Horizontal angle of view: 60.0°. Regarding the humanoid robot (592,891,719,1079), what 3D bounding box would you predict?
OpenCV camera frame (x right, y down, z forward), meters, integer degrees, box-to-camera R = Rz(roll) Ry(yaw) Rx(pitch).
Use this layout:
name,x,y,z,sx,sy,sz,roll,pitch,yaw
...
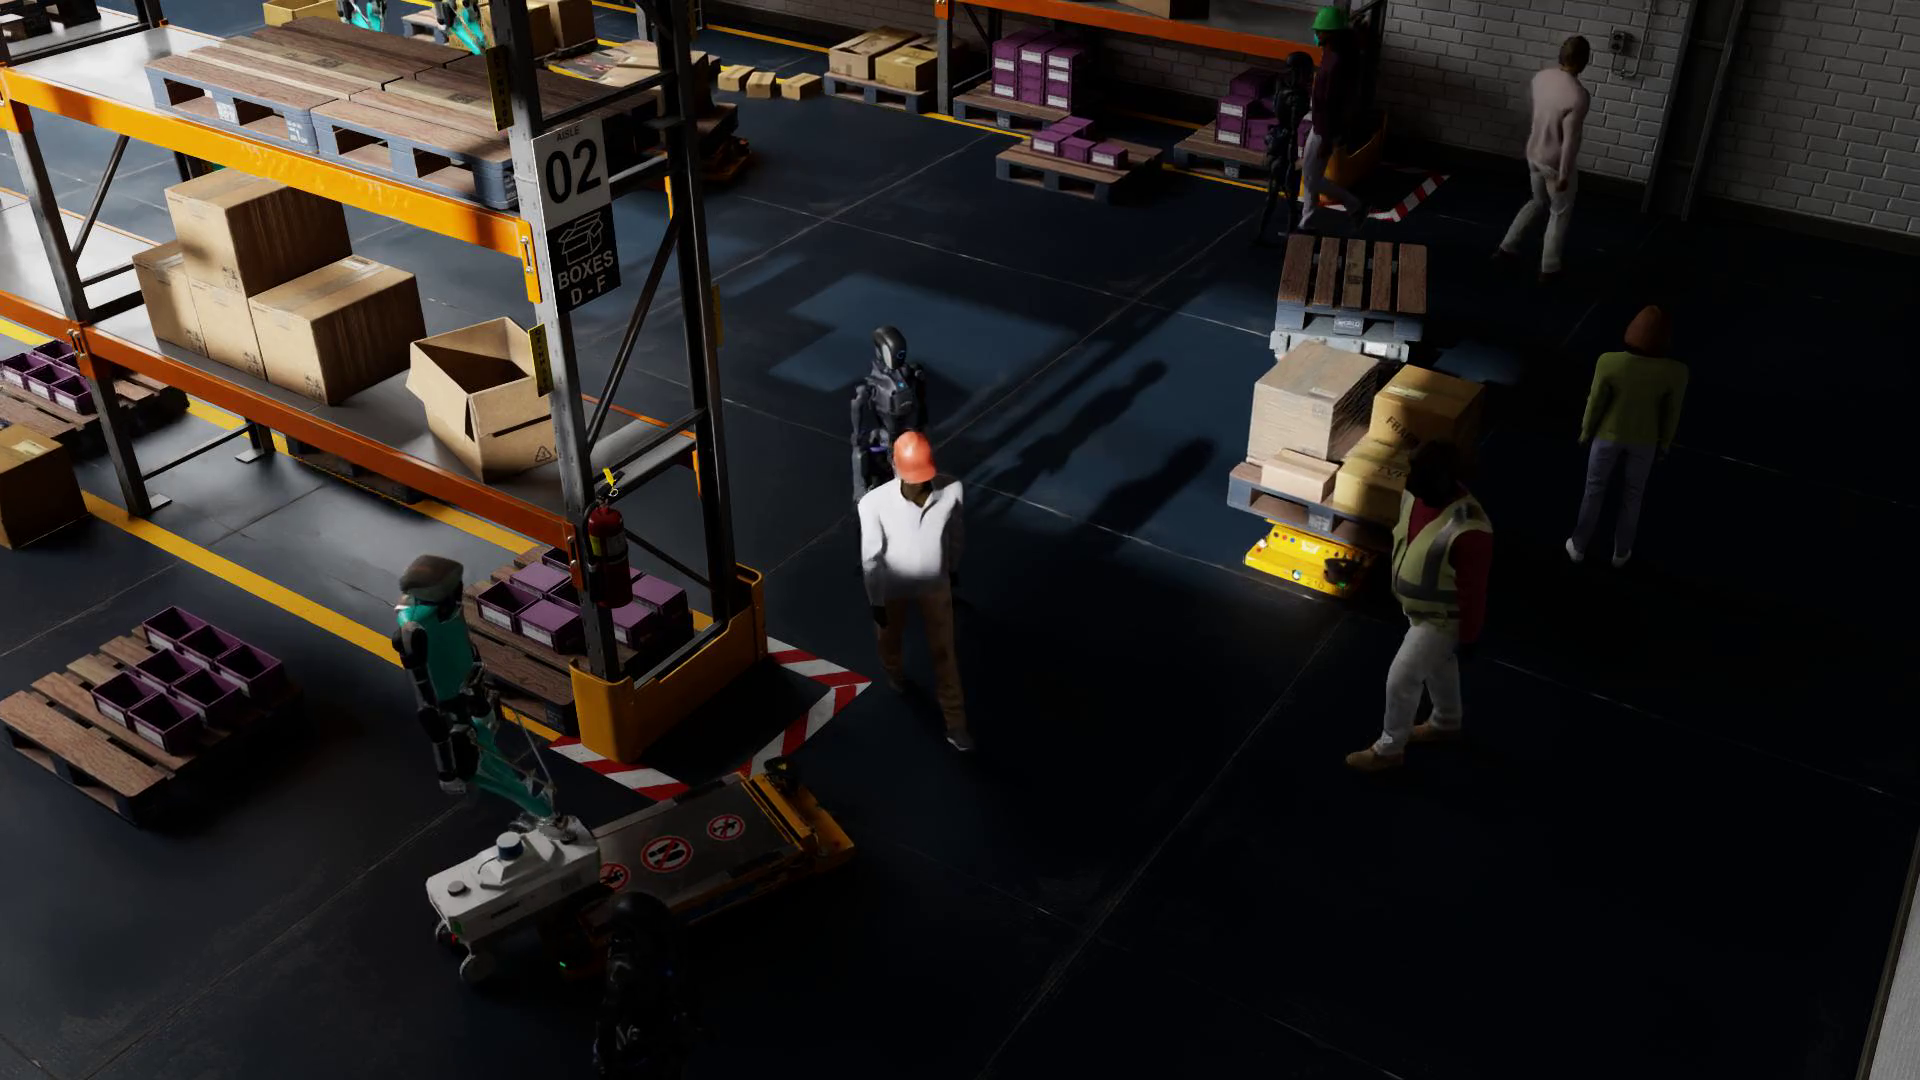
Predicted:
name,x,y,z,sx,sy,sz,roll,pitch,yaw
humanoid robot,-1.064,1.825,5.790,0.500,1.640,0.609,12,35,18

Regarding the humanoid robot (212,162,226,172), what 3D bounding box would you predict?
name,x,y,z,sx,sy,sz,roll,pitch,yaw
humanoid robot,-4.988,-2.274,12.054,0.967,1.773,0.538,5,33,8

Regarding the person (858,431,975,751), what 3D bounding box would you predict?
name,x,y,z,sx,sy,sz,roll,pitch,yaw
person,-0.213,0.205,8.244,0.564,1.691,0.936,-11,35,-16

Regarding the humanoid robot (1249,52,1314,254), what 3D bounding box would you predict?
name,x,y,z,sx,sy,sz,roll,pitch,yaw
humanoid robot,2.638,-3.115,13.373,0.475,1.651,0.600,1,33,1

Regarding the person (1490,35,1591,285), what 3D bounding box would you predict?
name,x,y,z,sx,sy,sz,roll,pitch,yaw
person,4.565,-2.945,12.892,0.603,1.908,0.637,-12,35,-17

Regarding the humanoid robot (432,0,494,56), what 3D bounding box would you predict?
name,x,y,z,sx,sy,sz,roll,pitch,yaw
humanoid robot,-4.854,-5.159,16.514,0.776,1.833,0.530,20,38,27

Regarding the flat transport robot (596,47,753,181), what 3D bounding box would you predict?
name,x,y,z,sx,sy,sz,roll,pitch,yaw
flat transport robot,-2.698,-3.548,15.327,1.431,0.231,0.659,7,34,10

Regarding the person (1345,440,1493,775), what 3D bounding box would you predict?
name,x,y,z,sx,sy,sz,roll,pitch,yaw
person,2.219,0.323,7.982,0.768,1.801,0.636,-5,33,-8

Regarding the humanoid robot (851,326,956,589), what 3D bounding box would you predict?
name,x,y,z,sx,sy,sz,roll,pitch,yaw
humanoid robot,-0.346,-0.415,9.232,0.590,1.639,0.654,-28,42,-36

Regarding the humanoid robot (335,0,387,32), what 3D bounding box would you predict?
name,x,y,z,sx,sy,sz,roll,pitch,yaw
humanoid robot,-5.957,-5.347,16.764,0.555,1.728,1.070,-25,41,-33

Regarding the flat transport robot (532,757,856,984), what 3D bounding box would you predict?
name,x,y,z,sx,sy,sz,roll,pitch,yaw
flat transport robot,-1.259,1.477,7.603,1.431,0.231,0.659,-20,38,-27

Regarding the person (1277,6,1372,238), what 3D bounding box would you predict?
name,x,y,z,sx,sy,sz,roll,pitch,yaw
person,3.035,-3.340,13.503,0.643,1.922,0.499,3,33,4

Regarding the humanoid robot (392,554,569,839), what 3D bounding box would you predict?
name,x,y,z,sx,sy,sz,roll,pitch,yaw
humanoid robot,-1.964,0.875,7.208,0.717,1.817,0.545,3,33,4

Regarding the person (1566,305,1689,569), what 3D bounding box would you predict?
name,x,y,z,sx,sy,sz,roll,pitch,yaw
person,3.802,-0.575,9.503,0.506,1.632,0.280,9,34,14

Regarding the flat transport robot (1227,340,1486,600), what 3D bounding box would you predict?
name,x,y,z,sx,sy,sz,roll,pitch,yaw
flat transport robot,2.338,-0.141,10.090,0.659,0.231,1.431,20,38,28

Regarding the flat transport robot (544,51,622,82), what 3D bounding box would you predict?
name,x,y,z,sx,sy,sz,roll,pitch,yaw
flat transport robot,-3.630,-4.766,17.198,1.431,0.231,0.659,26,41,34

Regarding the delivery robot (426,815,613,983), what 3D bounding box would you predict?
name,x,y,z,sx,sy,sz,roll,pitch,yaw
delivery robot,-1.913,1.527,7.277,0.813,0.609,0.499,-23,39,-31
